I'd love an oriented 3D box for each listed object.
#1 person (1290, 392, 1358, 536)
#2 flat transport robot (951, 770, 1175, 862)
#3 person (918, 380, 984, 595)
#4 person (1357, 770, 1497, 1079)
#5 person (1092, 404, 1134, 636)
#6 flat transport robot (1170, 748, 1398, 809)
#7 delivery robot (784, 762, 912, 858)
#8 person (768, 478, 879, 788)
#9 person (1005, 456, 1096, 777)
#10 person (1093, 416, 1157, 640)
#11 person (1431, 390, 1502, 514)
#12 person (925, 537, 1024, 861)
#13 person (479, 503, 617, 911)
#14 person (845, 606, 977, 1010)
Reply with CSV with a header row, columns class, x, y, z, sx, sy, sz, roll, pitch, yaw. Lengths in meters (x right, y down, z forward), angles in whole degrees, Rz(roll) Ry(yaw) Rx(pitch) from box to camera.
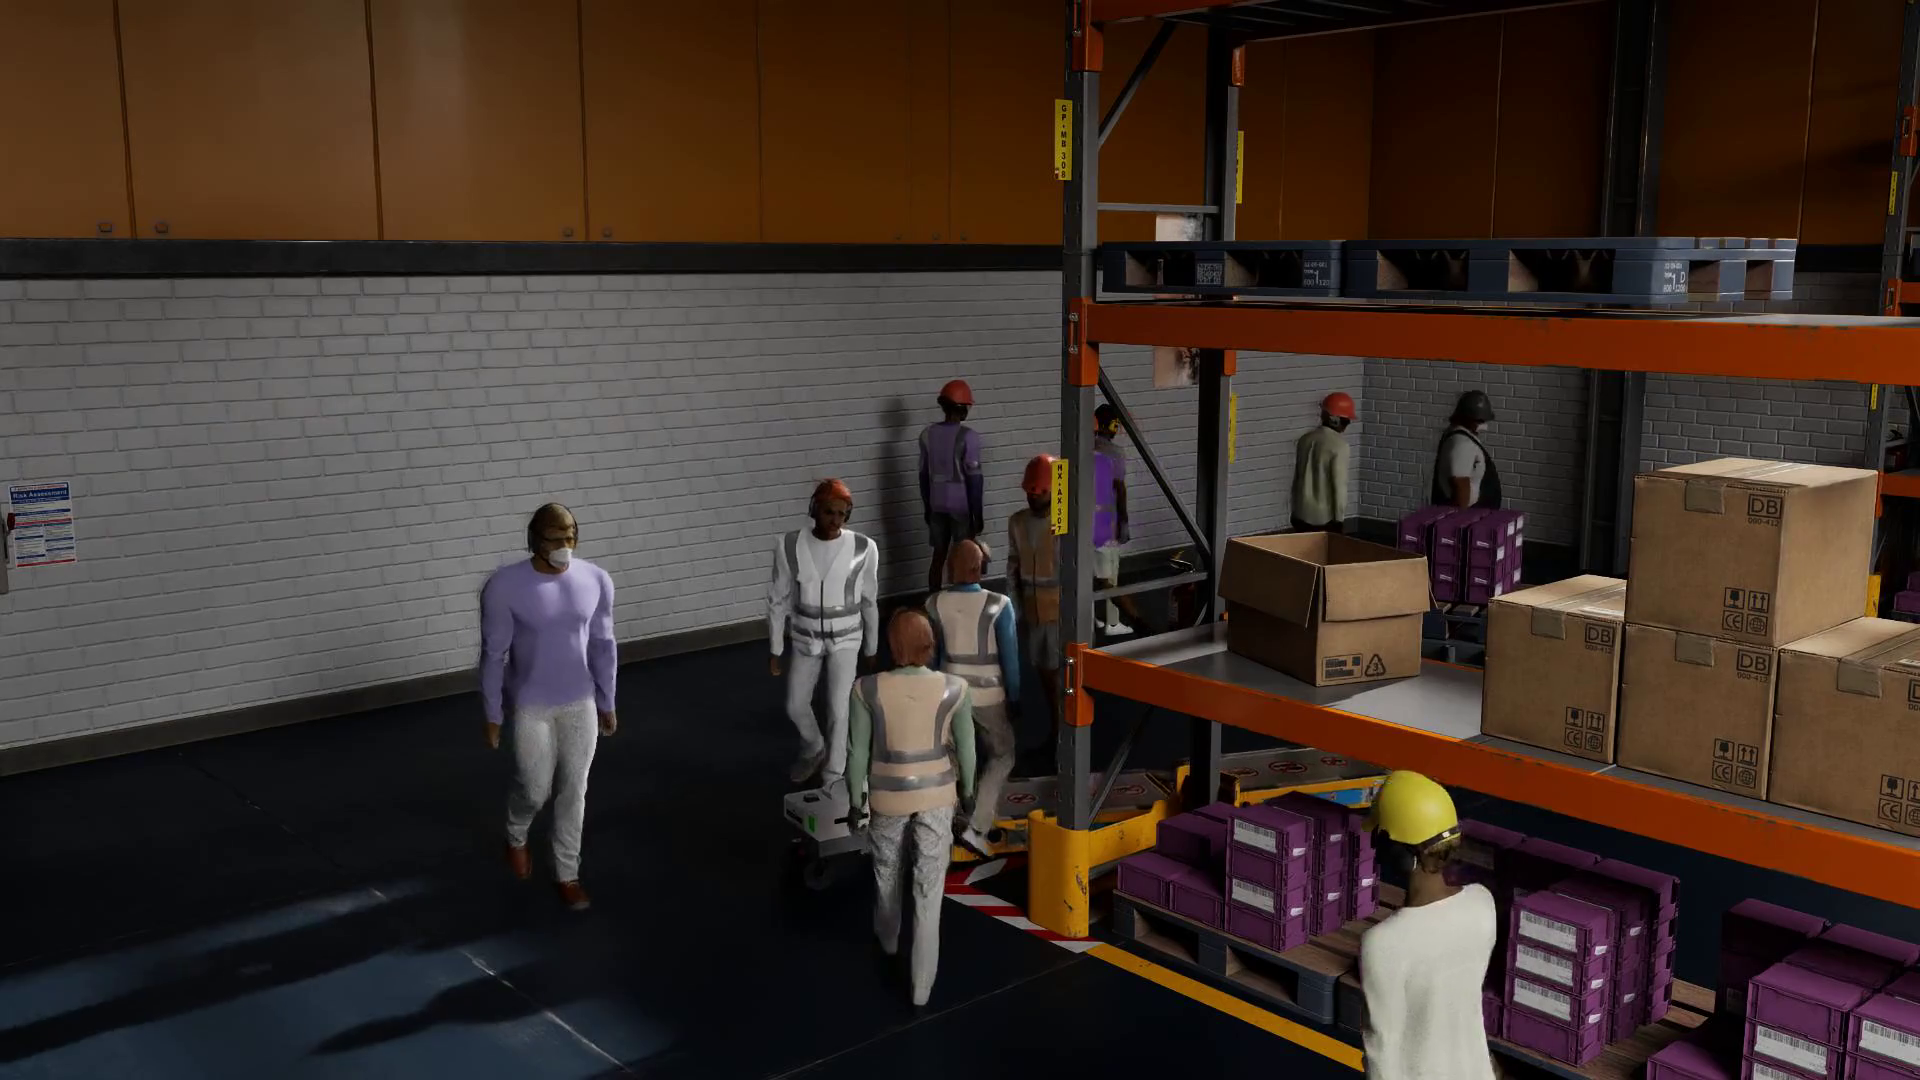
class,x,y,z,sx,sy,sz,roll,pitch,yaw
person,2.879,-0.208,13.359,0.457,1.962,0.746,-6,11,-31
flat transport robot,0.533,1.426,8.705,1.431,0.197,0.652,-2,10,-13
person,-0.042,-0.279,13.507,0.614,2.040,0.391,8,12,38
person,1.184,1.445,4.358,0.534,1.720,0.893,-6,11,-32
person,1.163,-0.161,13.367,0.514,1.857,0.329,10,14,44
flat transport robot,1.882,1.338,9.216,1.431,0.197,0.652,-3,10,-19
delivery robot,-0.499,1.329,8.170,0.707,0.478,0.477,-6,11,-30
person,-0.724,0.551,9.203,0.596,1.857,0.687,1,10,5
person,0.499,0.447,9.699,0.567,1.901,0.668,9,13,42
person,1.052,-0.035,12.534,0.902,1.902,0.546,7,12,34
person,3.952,-0.260,13.400,0.854,2.000,0.702,2,10,9
person,0.053,0.802,8.376,0.548,1.633,0.426,5,11,29
person,-1.937,0.758,7.804,0.643,1.919,0.536,-7,12,-34
person,-0.202,1.059,6.922,0.542,1.602,0.787,0,10,-2
